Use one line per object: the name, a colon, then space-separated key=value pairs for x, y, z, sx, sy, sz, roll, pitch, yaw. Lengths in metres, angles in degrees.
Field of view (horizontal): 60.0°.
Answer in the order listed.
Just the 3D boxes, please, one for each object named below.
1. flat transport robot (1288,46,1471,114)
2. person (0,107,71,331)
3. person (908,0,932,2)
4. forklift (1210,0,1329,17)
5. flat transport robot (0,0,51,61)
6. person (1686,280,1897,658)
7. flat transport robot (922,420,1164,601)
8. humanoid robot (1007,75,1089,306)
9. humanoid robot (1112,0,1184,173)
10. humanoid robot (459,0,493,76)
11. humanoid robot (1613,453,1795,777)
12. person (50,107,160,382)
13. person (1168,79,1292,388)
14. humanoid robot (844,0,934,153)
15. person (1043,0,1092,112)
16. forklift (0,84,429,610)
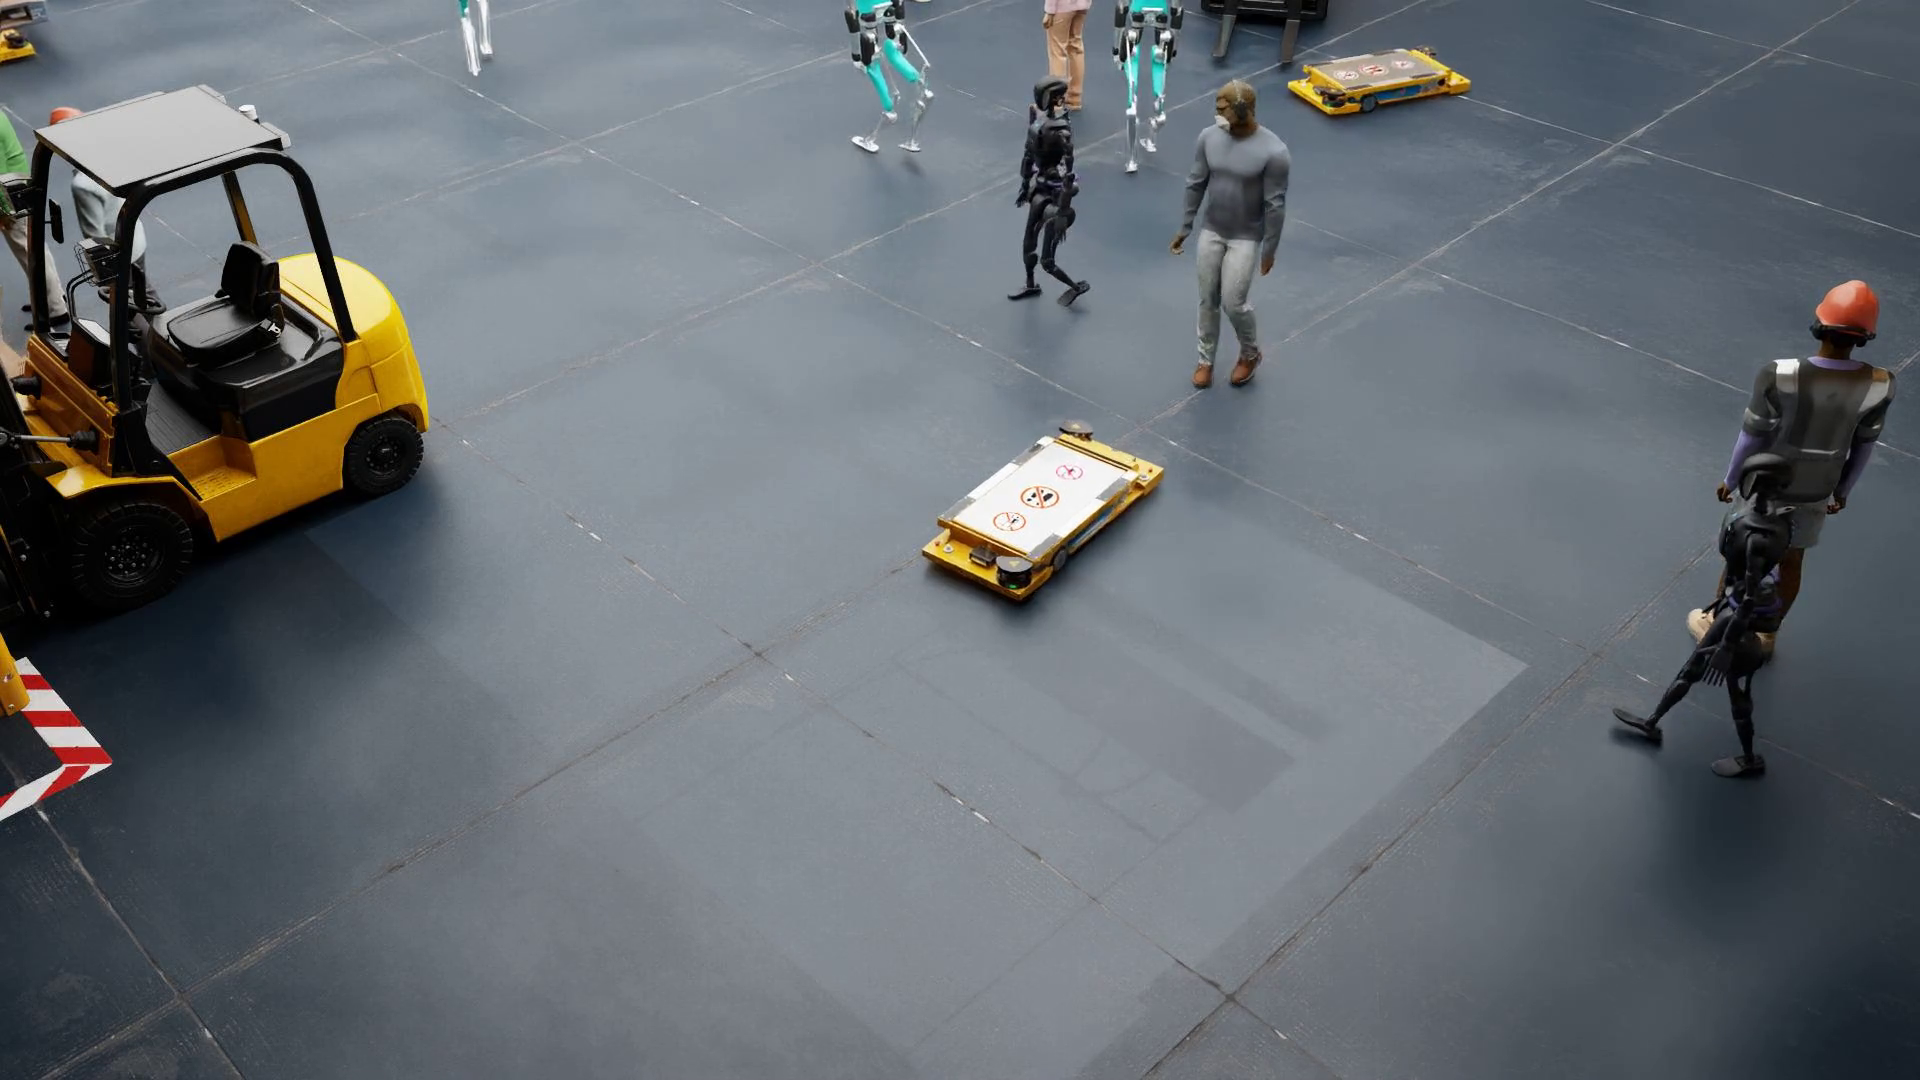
flat transport robot: x=3.605 y=-3.944 z=14.276 sx=1.431 sy=0.231 sz=0.659 roll=-14 pitch=39 yaw=-18
person: x=-6.150 y=-2.223 z=10.714 sx=0.385 sy=1.776 sz=0.546 roll=-17 pitch=40 yaw=-22
person: x=-0.331 y=-6.061 z=15.875 sx=0.380 sy=1.755 sz=0.533 roll=4 pitch=37 yaw=5
forklift: x=3.106 y=-6.400 z=15.960 sx=1.214 sy=2.155 sz=2.313 roll=8 pitch=37 yaw=10
flat transport robot: x=-9.043 y=-4.649 z=15.220 sx=0.659 sy=0.231 sz=1.431 roll=-26 pitch=44 yaw=-30
person: x=3.945 y=-0.301 z=7.920 sx=0.606 sy=2.043 sz=0.376 roll=5 pitch=37 yaw=6
flat transport robot: x=0.483 y=-0.189 z=9.250 sx=0.659 sy=0.231 sz=1.431 roll=25 pitch=43 yaw=29
humanoid robot: x=0.632 y=-2.263 z=10.870 sx=0.465 sy=1.646 sz=0.600 roll=-17 pitch=40 yaw=-21
humanoid robot: x=1.472 y=-3.671 z=12.724 sx=0.571 sy=1.790 sz=0.883 roll=-3 pitch=37 yaw=-4
humanoid robot: x=-4.275 y=-4.973 z=14.447 sx=0.545 sy=1.777 sz=0.896 roll=-11 pitch=38 yaw=-15
humanoid robot: x=3.433 y=0.341 z=7.383 sx=0.695 sy=1.630 sz=0.591 roll=12 pitch=38 yaw=15
person: x=-5.185 y=-1.806 z=10.186 sx=0.351 sy=1.737 sz=0.572 roll=-2 pitch=37 yaw=-3
person: x=1.624 y=-1.814 z=10.065 sx=0.654 sy=1.897 sz=0.478 roll=25 pitch=44 yaw=30
humanoid robot: x=-0.496 y=-3.718 z=12.753 sx=0.531 sy=1.760 sz=0.909 roll=-27 pitch=44 yaw=-31
person: x=0.891 y=-4.337 z=13.546 sx=0.405 sy=1.775 sz=0.539 roll=26 pitch=44 yaw=30
forklift: x=-4.145 y=-1.093 z=8.856 sx=2.313 sy=2.155 sz=1.214 roll=-31 pitch=47 yaw=-34
